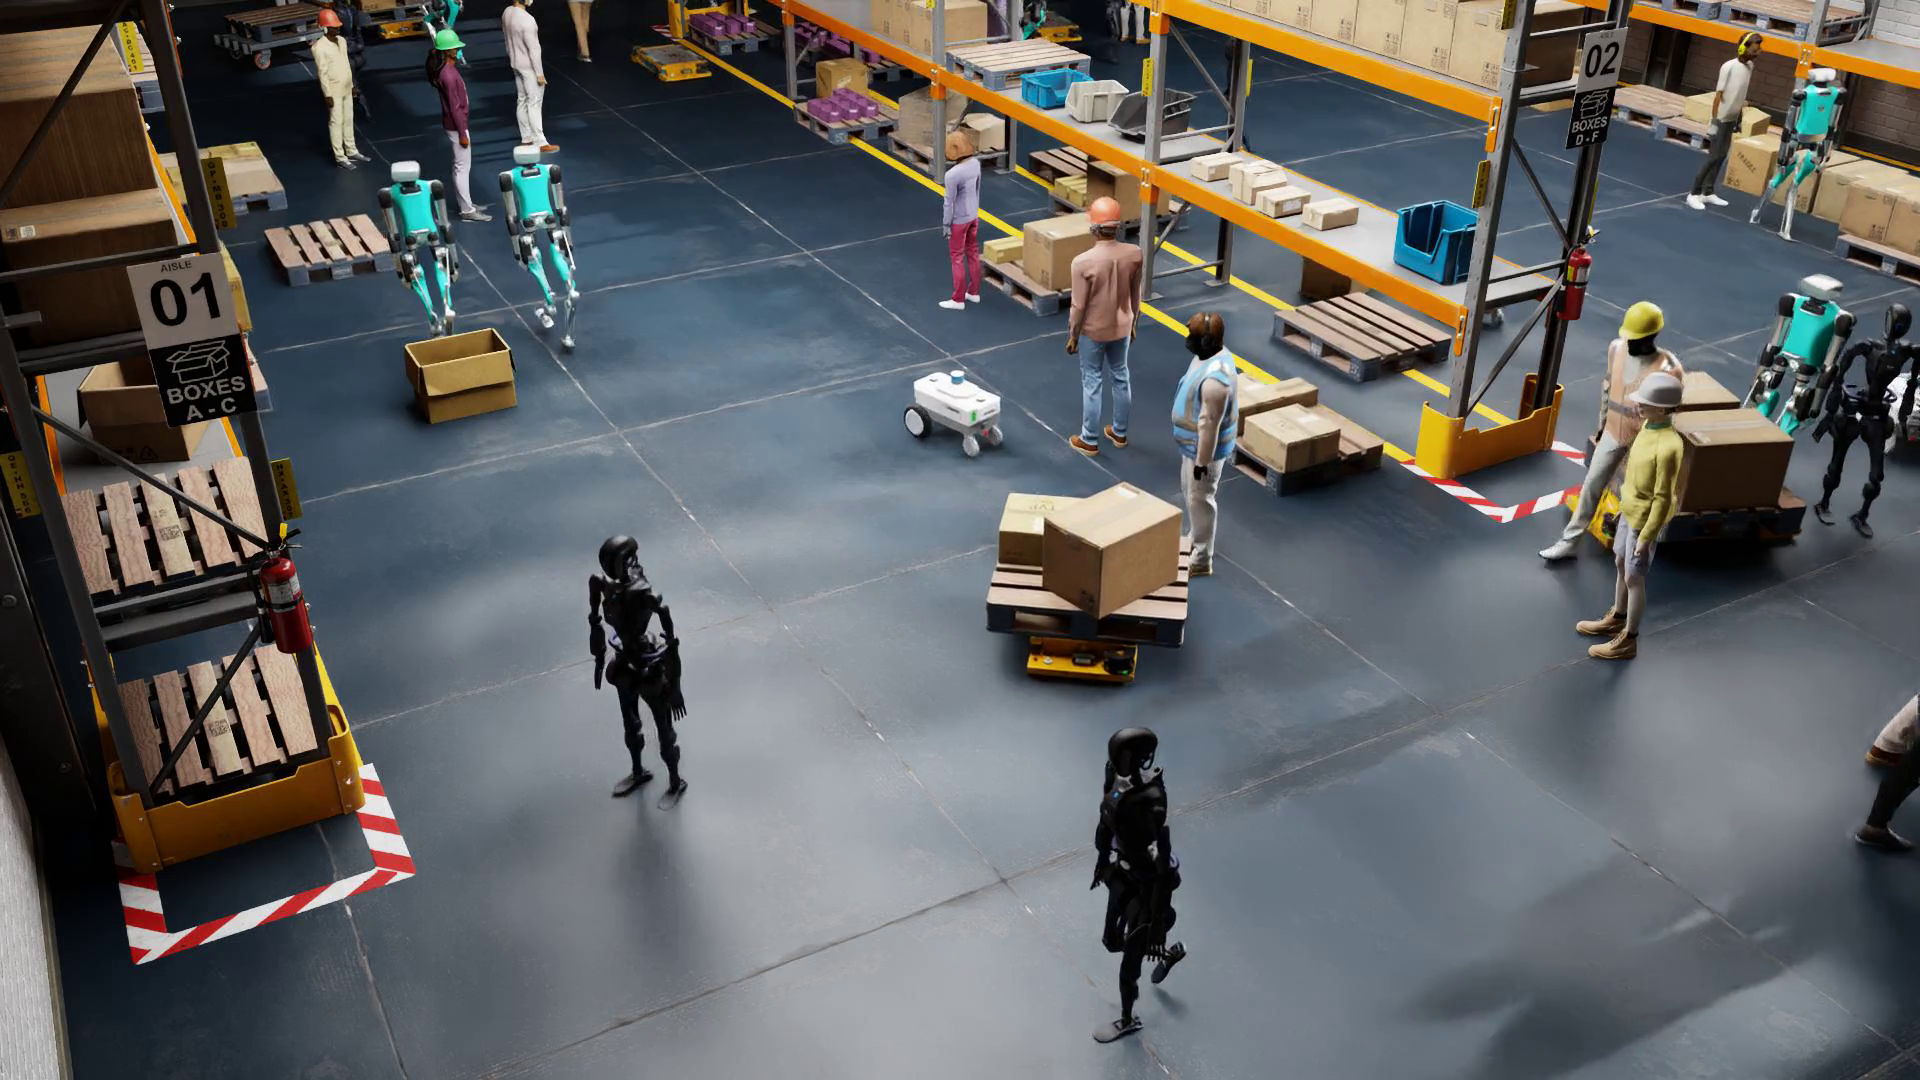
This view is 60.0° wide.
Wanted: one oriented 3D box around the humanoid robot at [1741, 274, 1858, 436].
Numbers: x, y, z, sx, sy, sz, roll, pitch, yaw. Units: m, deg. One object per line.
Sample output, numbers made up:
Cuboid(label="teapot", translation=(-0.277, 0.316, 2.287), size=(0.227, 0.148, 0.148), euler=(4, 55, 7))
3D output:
Cuboid(label="humanoid robot", translation=(5.664, -0.930, 11.585), size=(0.738, 1.800, 0.542), euler=(-18, 34, -28))

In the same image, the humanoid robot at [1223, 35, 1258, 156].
Cuboid(label="humanoid robot", translation=(3.215, -5.176, 19.007), size=(0.462, 1.637, 0.597), euler=(-4, 30, -7))

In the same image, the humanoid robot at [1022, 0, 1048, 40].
Cuboid(label="humanoid robot", translation=(0.806, -7.024, 22.195), size=(0.935, 1.794, 0.558), euler=(6, 30, 11))

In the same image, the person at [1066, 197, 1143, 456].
Cuboid(label="person", translation=(1.075, -1.588, 12.444), size=(0.620, 1.992, 0.392), euler=(-14, 33, -23))

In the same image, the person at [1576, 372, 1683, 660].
Cuboid(label="person", translation=(4.093, -0.139, 10.028), size=(0.401, 1.887, 0.487), euler=(2, 30, 3))

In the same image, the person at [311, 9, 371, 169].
Cuboid(label="person", translation=(-7.009, -5.106, 18.806), size=(0.333, 1.752, 0.562), euler=(8, 31, 13))

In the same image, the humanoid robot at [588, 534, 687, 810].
Cuboid(label="humanoid robot", translation=(-1.694, 0.687, 8.788), size=(0.614, 1.655, 0.307), euler=(15, 33, 25))

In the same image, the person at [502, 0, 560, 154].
Cuboid(label="person", translation=(-4.993, -5.449, 19.220), size=(0.357, 1.937, 0.636), euler=(-23, 37, -35))

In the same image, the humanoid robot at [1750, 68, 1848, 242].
Cuboid(label="humanoid robot", translation=(8.388, -3.918, 16.815), size=(0.548, 1.842, 0.848), euler=(-1, 30, -1))

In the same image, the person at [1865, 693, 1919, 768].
Cuboid(label="person", translation=(5.608, 0.447, 8.956), size=(1.007, 1.945, 0.615), euler=(6, 30, 10))

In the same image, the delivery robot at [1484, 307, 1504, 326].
Cuboid(label="delivery robot", translation=(4.616, -2.279, 15.108), size=(0.499, 0.613, 0.816), euler=(-10, 31, -17))

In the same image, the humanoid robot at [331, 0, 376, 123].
Cuboid(label="humanoid robot", translation=(-7.574, -5.978, 20.433), size=(0.737, 1.631, 0.601), euler=(13, 32, 21))

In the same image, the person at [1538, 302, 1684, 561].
Cuboid(label="person", translation=(4.375, -0.672, 10.960), size=(0.919, 1.870, 0.619), euler=(-18, 34, -28))

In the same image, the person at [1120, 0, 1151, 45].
Cuboid(label="person", translation=(2.533, -8.107, 23.900), size=(0.571, 1.889, 0.377), euler=(23, 37, 34))

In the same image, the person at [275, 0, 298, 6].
Cuboid(label="person", translation=(-10.101, -8.615, 24.831), size=(0.429, 1.842, 0.620), euler=(10, 31, 18))

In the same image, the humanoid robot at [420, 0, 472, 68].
Cuboid(label="humanoid robot", translation=(-7.129, -7.368, 22.787), size=(0.844, 1.782, 0.530), euler=(21, 36, 32))

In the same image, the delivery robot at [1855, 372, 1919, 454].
Cuboid(label="delivery robot", translation=(7.333, -1.021, 12.916), size=(0.499, 0.611, 0.800), euler=(6, 30, 11))

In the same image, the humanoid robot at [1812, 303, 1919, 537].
Cuboid(label="humanoid robot", translation=(6.245, -0.844, 11.467), size=(0.613, 1.645, 0.429), euler=(3, 30, 5))

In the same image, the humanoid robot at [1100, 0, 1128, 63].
Cuboid(label="humanoid robot", translation=(2.130, -7.448, 22.968), size=(0.398, 1.655, 0.611), euler=(11, 32, 19))

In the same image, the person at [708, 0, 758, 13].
Cuboid(label="person", translation=(-3.525, -8.957, 25.444), size=(0.701, 1.827, 0.519), euler=(-5, 30, -9))

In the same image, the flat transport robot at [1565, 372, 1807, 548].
Cuboid(label="flat transport robot", translation=(5.123, -0.214, 11.782), size=(1.431, 0.231, 0.659), euler=(-4, 30, -6))

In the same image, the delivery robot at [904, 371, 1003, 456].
Cuboid(label="delivery robot", translation=(-0.040, -1.021, 12.919), size=(0.499, 0.614, 0.808), euler=(-26, 39, -38))

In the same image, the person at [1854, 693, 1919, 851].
Cuboid(label="person", translation=(5.140, 0.940, 8.309), size=(0.883, 1.716, 0.777), euler=(11, 32, 19))

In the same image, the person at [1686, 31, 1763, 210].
Cuboid(label="person", translation=(8.063, -4.407, 17.495), size=(0.551, 1.856, 0.351), euler=(-17, 34, -28))

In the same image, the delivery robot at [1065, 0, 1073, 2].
Cuboid(label="delivery robot", translation=(1.490, -8.924, 26.676), size=(0.816, 0.613, 0.499), euler=(-9, 31, -15))

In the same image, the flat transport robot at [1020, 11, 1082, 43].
Cuboid(label="flat transport robot", translation=(1.247, -7.612, 24.661), size=(0.659, 0.231, 1.431), euler=(-9, 31, -15))

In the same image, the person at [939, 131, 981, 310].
Cuboid(label="person", translation=(0.008, -2.890, 15.077), size=(0.288, 1.629, 0.498), euler=(19, 35, 30))

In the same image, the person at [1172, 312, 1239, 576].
Cuboid(label="person", translation=(1.595, -0.627, 10.939), size=(0.430, 1.833, 0.625), euler=(2, 30, 3))

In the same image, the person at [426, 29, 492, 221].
Cuboid(label="person", translation=(-5.196, -4.268, 17.153), size=(0.421, 1.952, 0.489), euler=(-10, 31, -18))

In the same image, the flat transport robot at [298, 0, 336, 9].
Cuboid(label="flat transport robot", translation=(-9.880, -8.456, 26.130), size=(0.659, 0.231, 1.431), euler=(-23, 37, -34))

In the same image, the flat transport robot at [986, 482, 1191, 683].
Cuboid(label="flat transport robot", translation=(0.840, 0.431, 10.660), size=(0.659, 0.231, 1.431), euler=(5, 30, 8))

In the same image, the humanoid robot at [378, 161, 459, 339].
Cuboid(label="humanoid robot", translation=(-4.424, -2.217, 13.824), size=(0.553, 1.753, 1.016), euler=(-10, 32, -18))

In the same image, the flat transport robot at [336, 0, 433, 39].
Cuboid(label="flat transport robot", translation=(-8.550, -7.749, 24.900), size=(0.659, 0.231, 1.431), euler=(-21, 36, -31))

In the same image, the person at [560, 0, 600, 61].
Cuboid(label="person", translation=(-5.329, -7.628, 23.252), size=(0.575, 1.690, 0.855), euler=(-11, 32, -19))

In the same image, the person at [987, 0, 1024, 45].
Cuboid(label="person", translation=(0.669, -6.495, 21.125), size=(0.986, 1.853, 0.644), euler=(18, 35, 29))

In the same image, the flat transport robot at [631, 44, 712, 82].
Cuboid(label="flat transport robot", translation=(-3.976, -6.556, 22.822), size=(0.659, 0.231, 1.431), euler=(-15, 33, -24))

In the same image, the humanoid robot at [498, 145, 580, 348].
Cuboid(label="humanoid robot", translation=(-3.535, -2.445, 14.197), size=(0.550, 1.732, 1.010), euler=(-12, 32, -21))

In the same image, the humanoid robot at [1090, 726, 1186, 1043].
Cuboid(label="humanoid robot", translation=(0.850, 1.515, 7.374), size=(0.531, 1.643, 0.611), euler=(-12, 32, -21))
